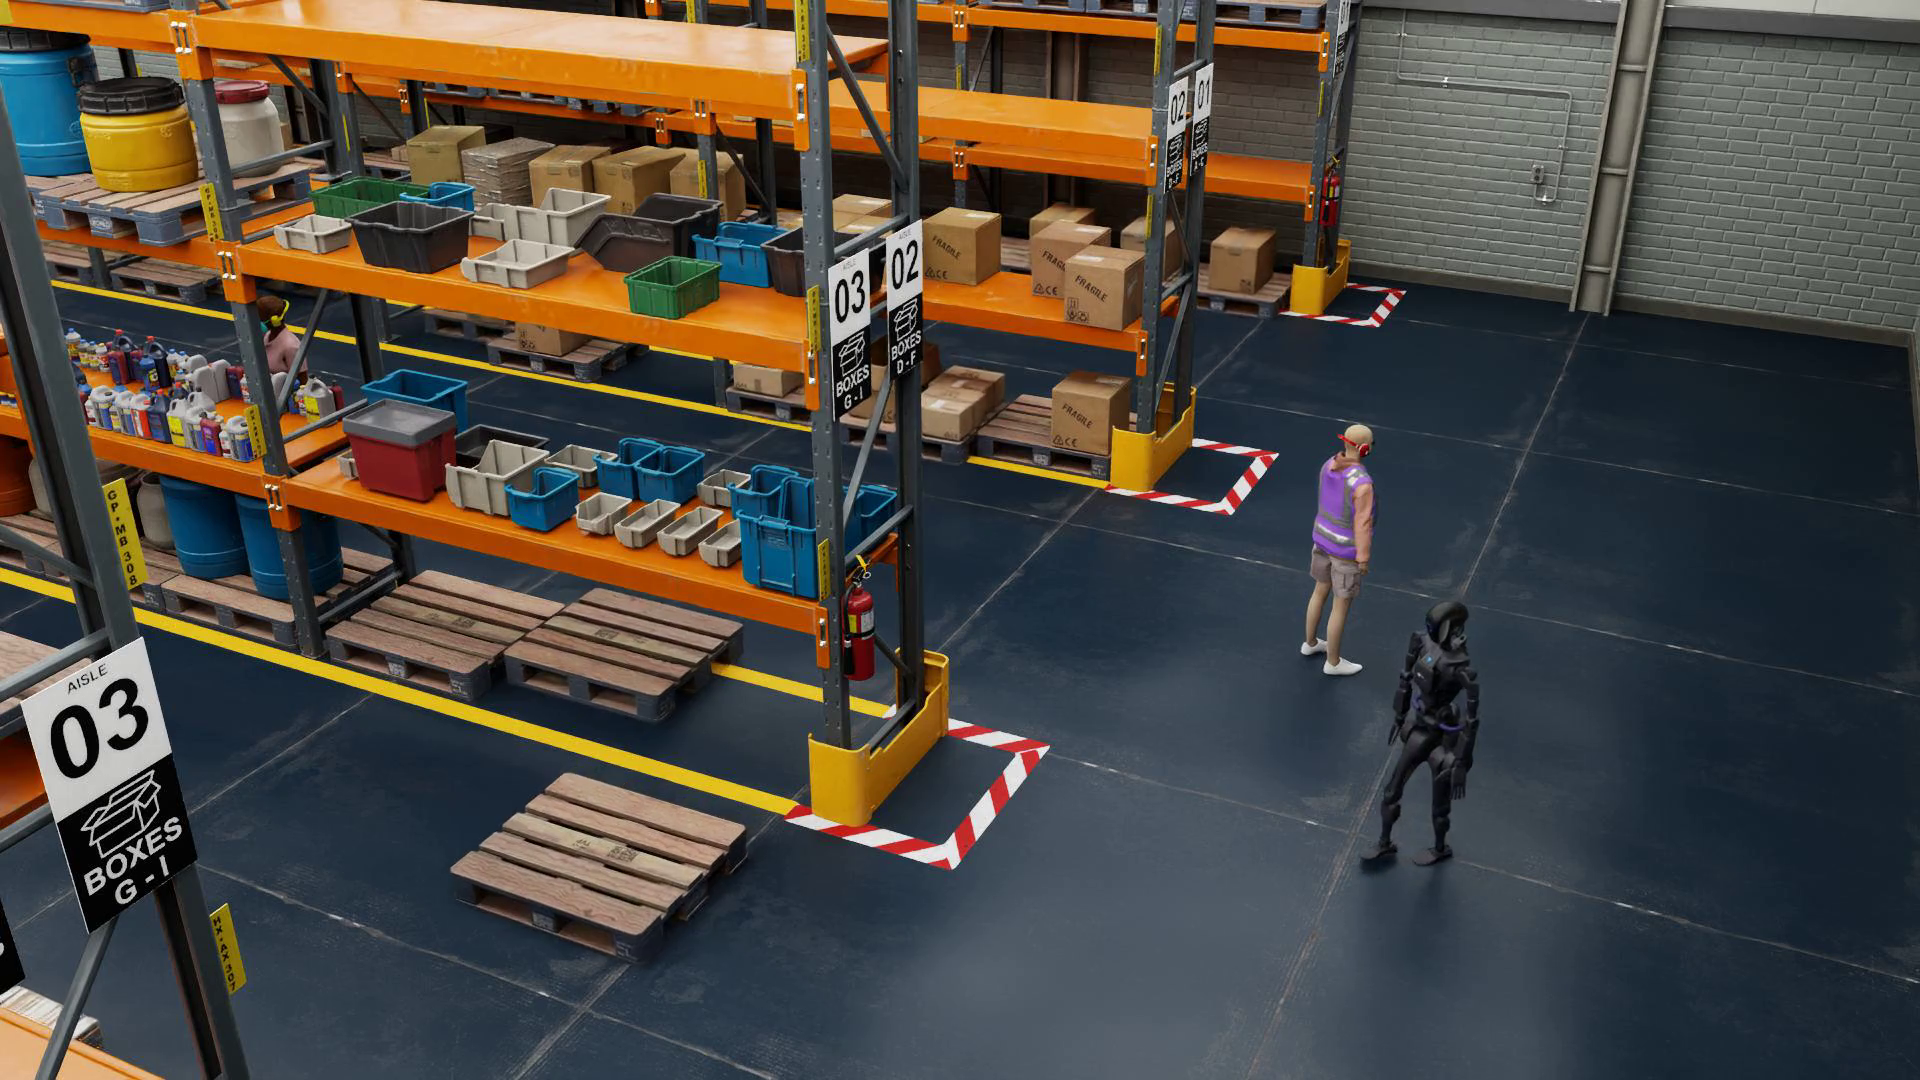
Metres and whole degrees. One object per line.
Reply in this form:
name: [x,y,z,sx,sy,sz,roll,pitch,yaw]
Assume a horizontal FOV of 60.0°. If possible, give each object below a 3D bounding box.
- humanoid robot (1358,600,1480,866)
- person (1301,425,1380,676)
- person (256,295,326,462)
humanoid robot: [2.447,1.031,8.638,0.539,1.646,0.590,-13,29,-25]
person: [2.423,0.056,10.592,0.348,1.688,0.492,-11,28,-20]
person: [-5.056,-0.988,12.580,0.528,1.798,0.334,23,34,38]
